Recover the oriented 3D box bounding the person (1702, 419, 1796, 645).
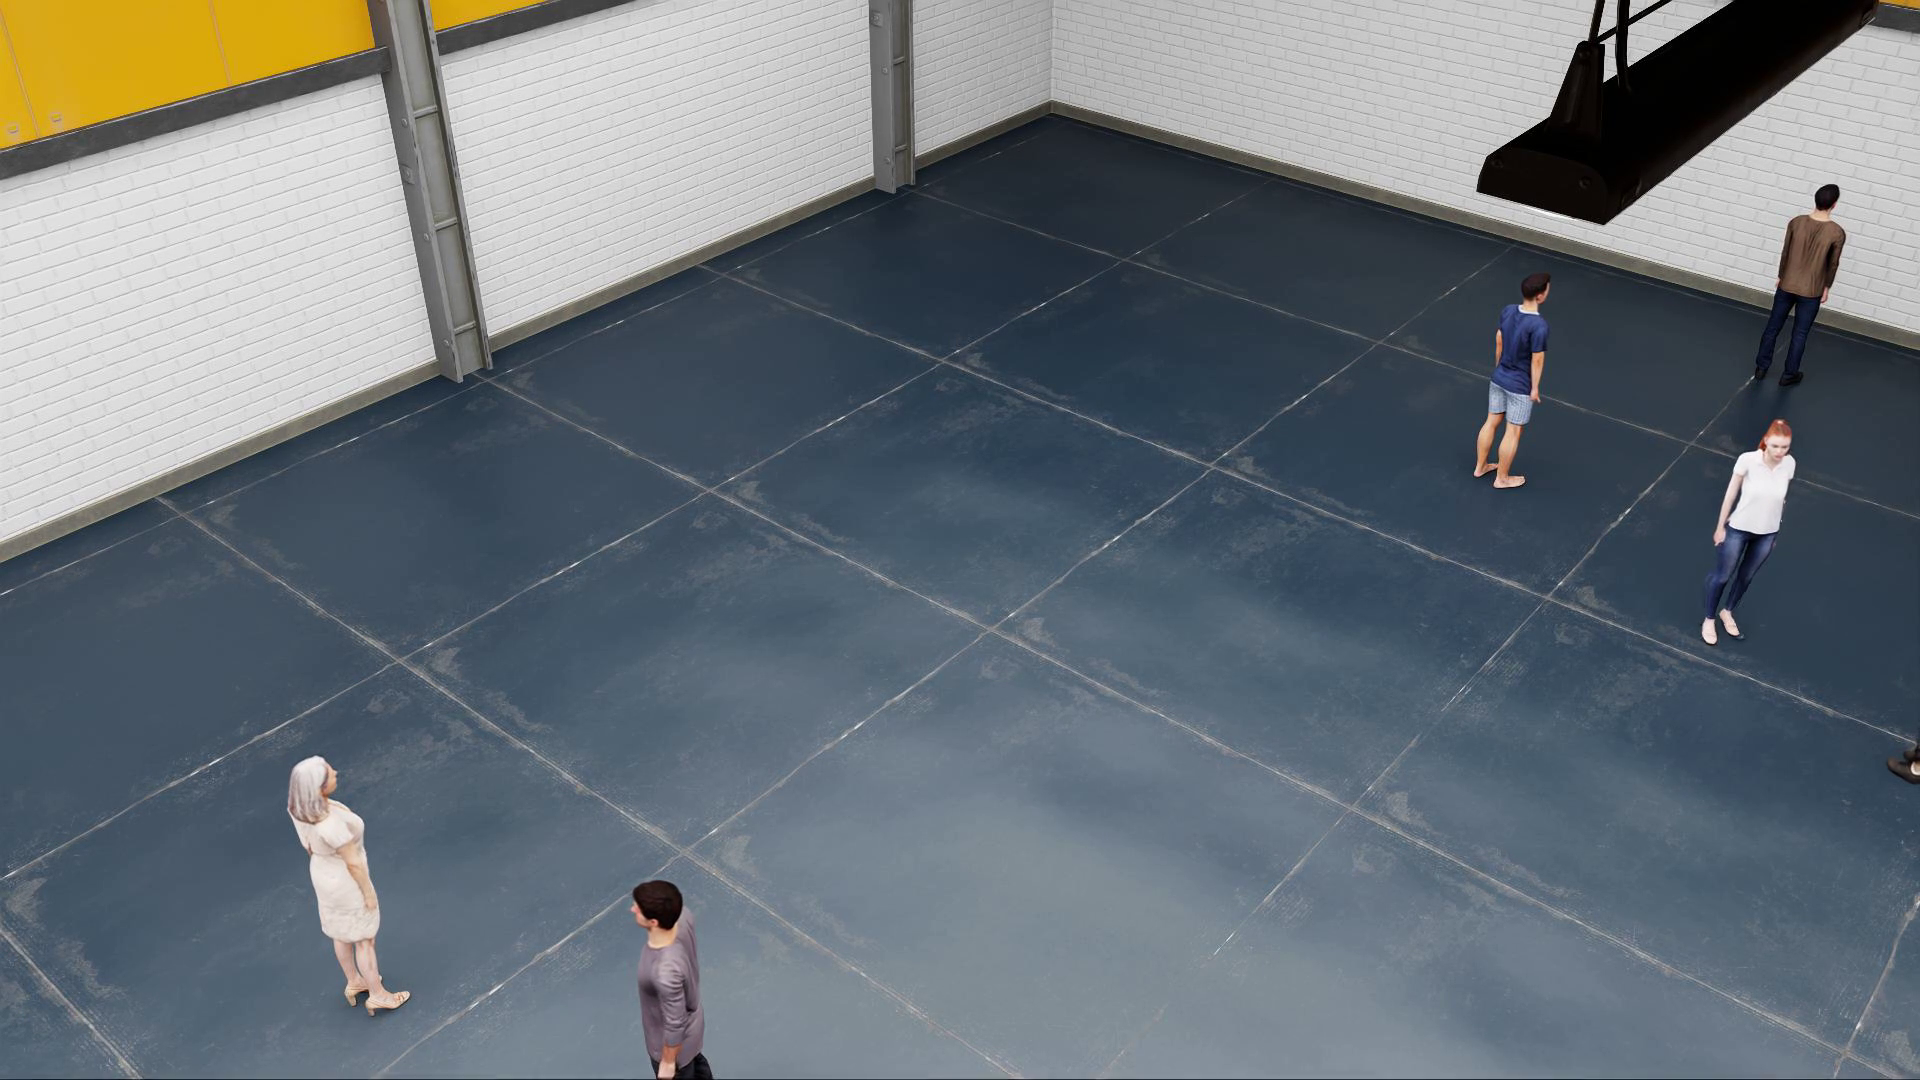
[{"bbox_3d":[5.549,-0.078,11.702,0.711,1.738,0.759,3,34,4],"label":"person"}]

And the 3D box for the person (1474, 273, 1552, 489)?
[{"bbox_3d":[4.474,-1.292,13.432,0.664,1.846,0.691,-17,37,-24],"label":"person"}]

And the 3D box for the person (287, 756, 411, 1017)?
[{"bbox_3d":[-3.269,1.842,8.816,0.606,1.736,0.560,22,39,29],"label":"person"}]

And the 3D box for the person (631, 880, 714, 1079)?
[{"bbox_3d":[-1.362,2.320,7.991,0.797,1.853,0.718,-1,34,-1],"label":"person"}]

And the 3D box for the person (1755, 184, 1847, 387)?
[{"bbox_3d":[7.530,-2.282,14.882,0.644,1.889,0.561,26,42,34],"label":"person"}]
